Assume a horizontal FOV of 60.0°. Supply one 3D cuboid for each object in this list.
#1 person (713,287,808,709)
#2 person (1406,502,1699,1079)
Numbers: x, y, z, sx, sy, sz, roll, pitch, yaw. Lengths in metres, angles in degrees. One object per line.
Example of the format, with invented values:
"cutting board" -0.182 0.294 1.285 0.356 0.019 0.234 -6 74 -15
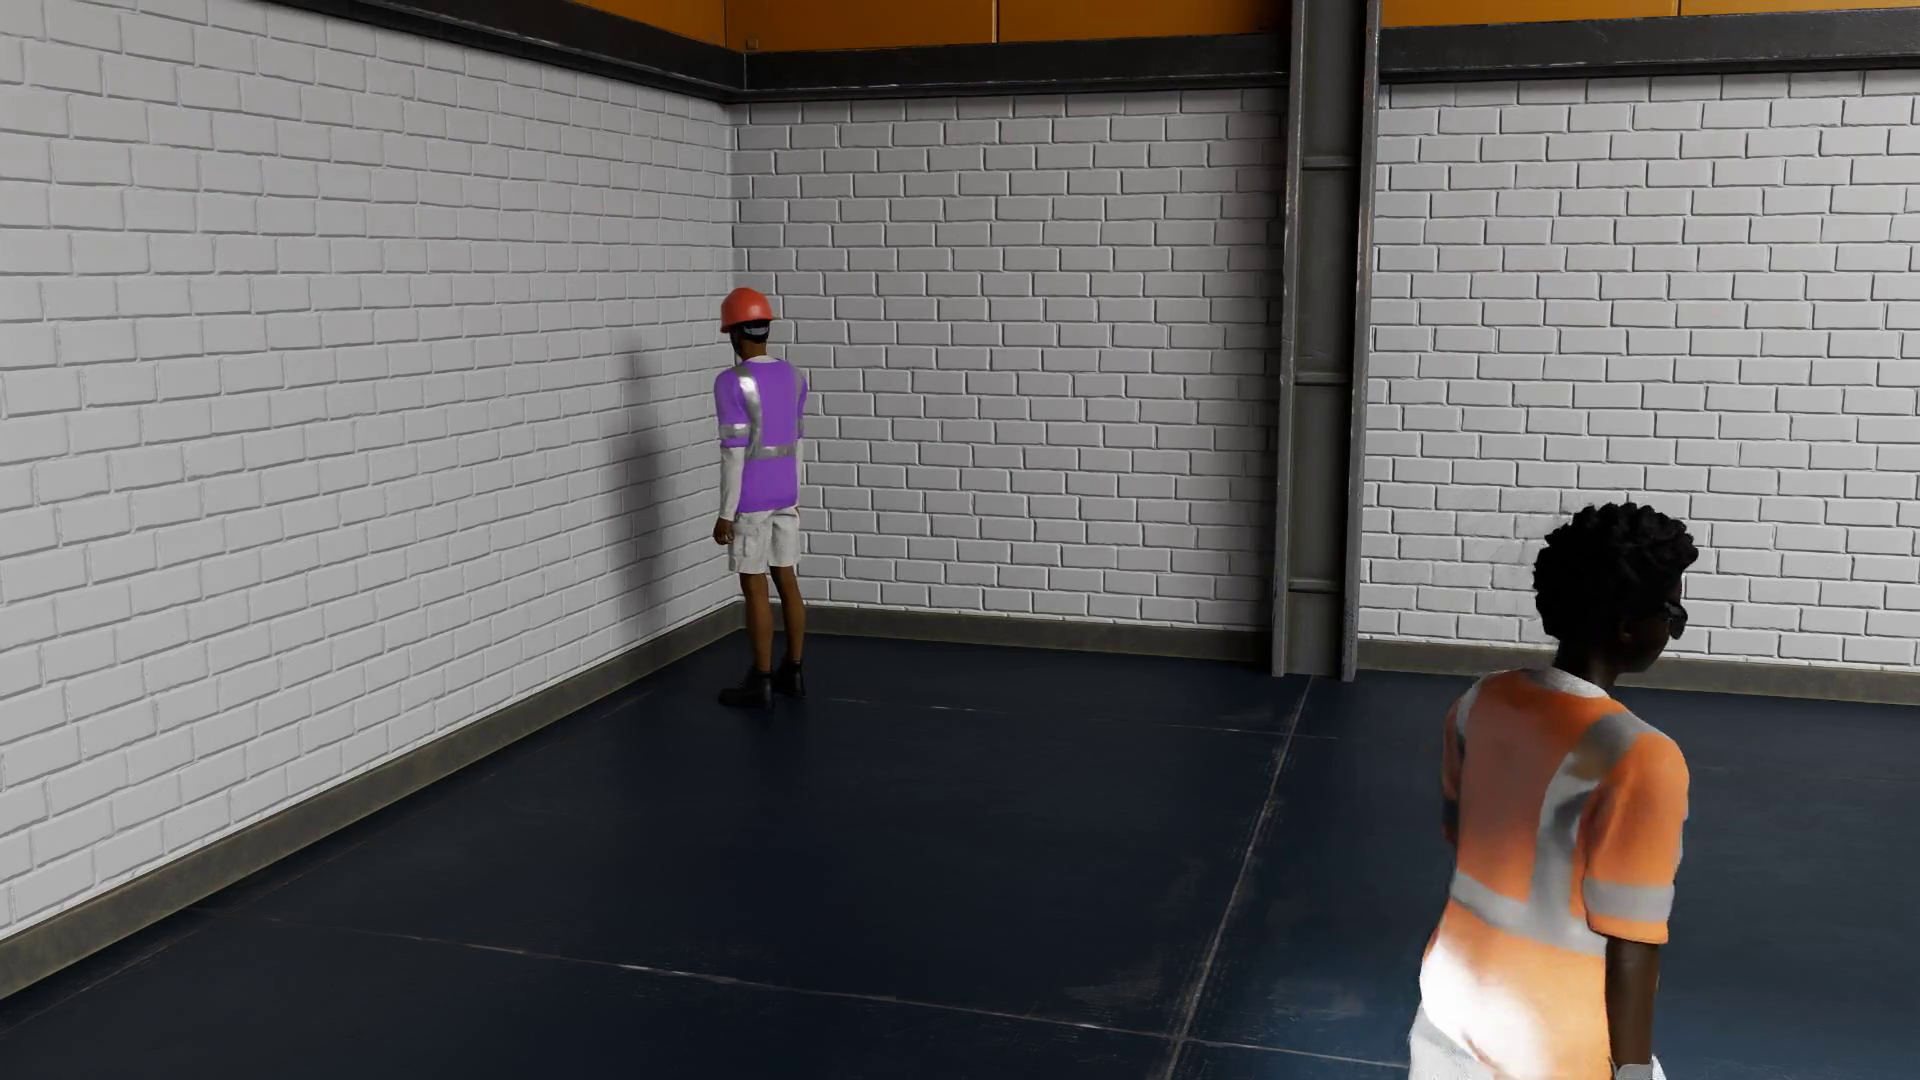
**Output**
"person" -0.943 -0.188 7.663 0.385 1.929 0.547 6 11 34
"person" 0.986 0.769 2.649 0.749 1.657 0.571 -3 10 -15
